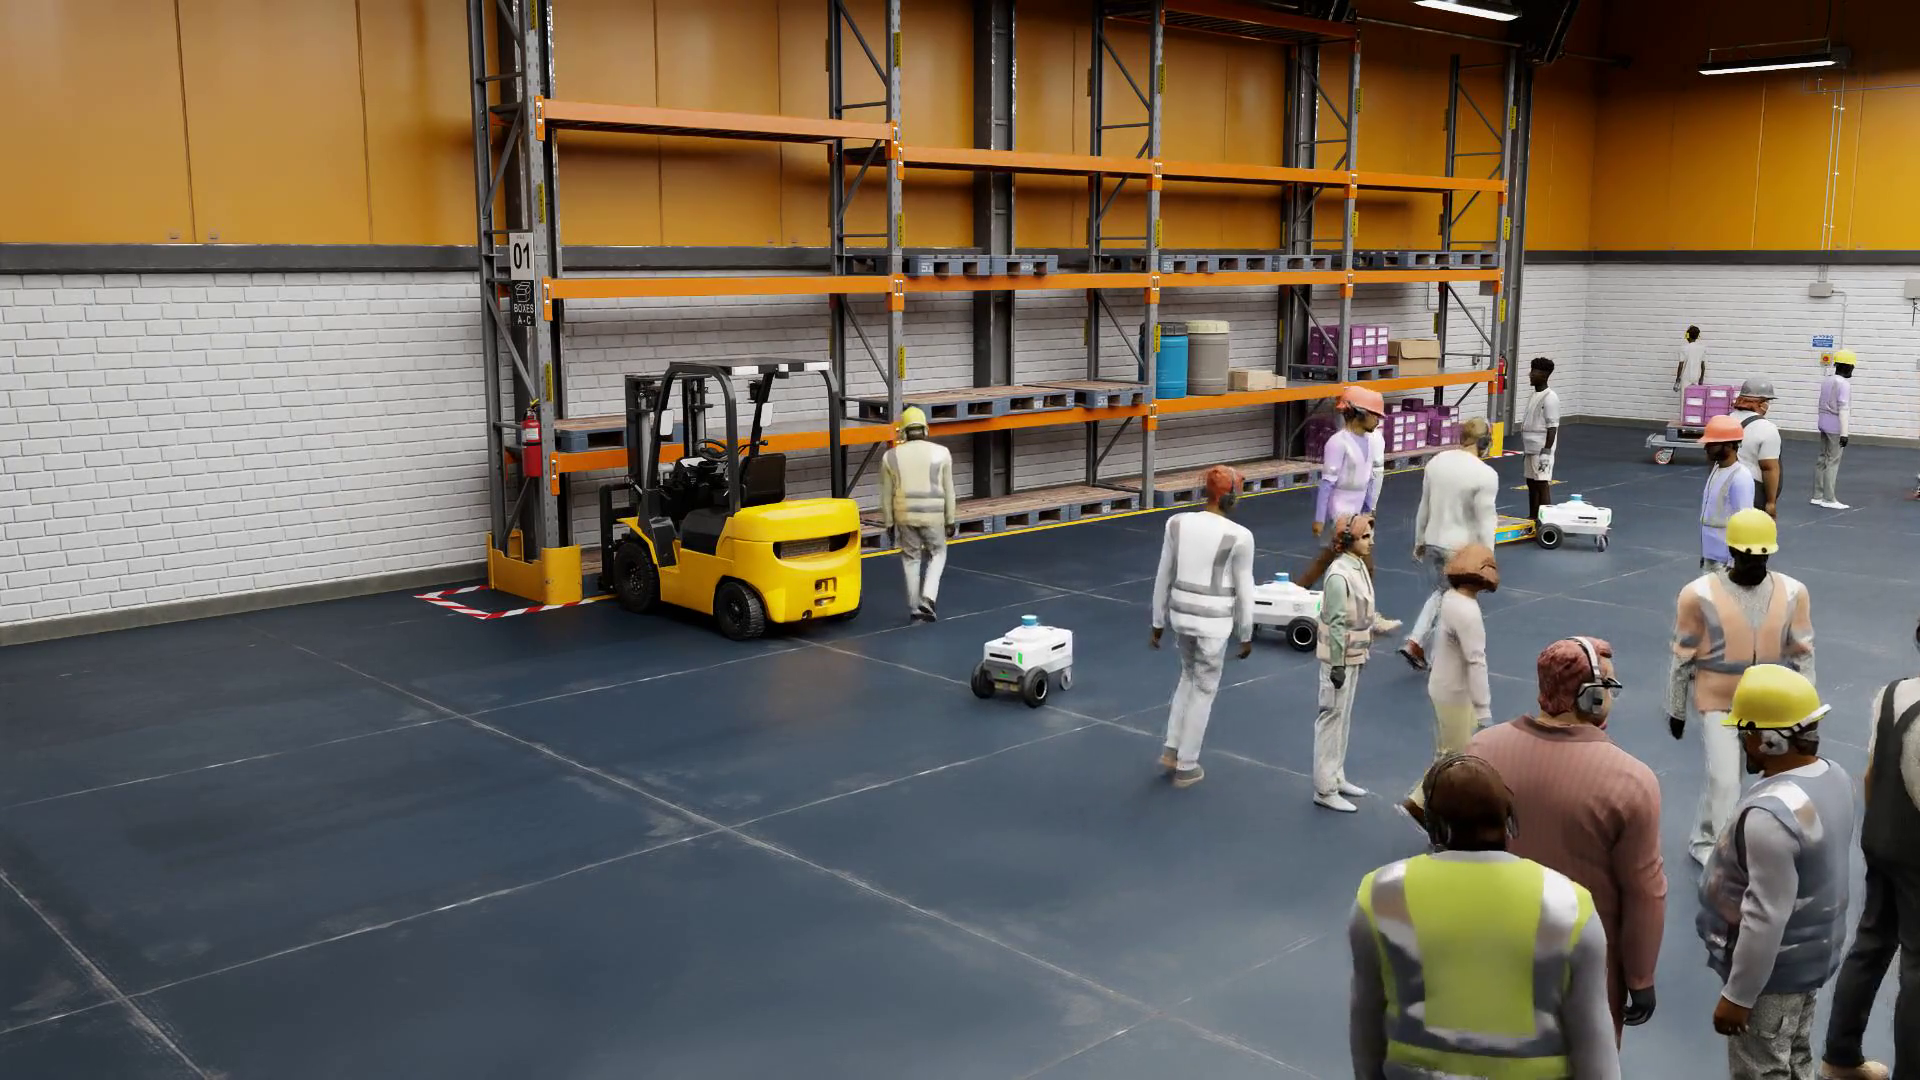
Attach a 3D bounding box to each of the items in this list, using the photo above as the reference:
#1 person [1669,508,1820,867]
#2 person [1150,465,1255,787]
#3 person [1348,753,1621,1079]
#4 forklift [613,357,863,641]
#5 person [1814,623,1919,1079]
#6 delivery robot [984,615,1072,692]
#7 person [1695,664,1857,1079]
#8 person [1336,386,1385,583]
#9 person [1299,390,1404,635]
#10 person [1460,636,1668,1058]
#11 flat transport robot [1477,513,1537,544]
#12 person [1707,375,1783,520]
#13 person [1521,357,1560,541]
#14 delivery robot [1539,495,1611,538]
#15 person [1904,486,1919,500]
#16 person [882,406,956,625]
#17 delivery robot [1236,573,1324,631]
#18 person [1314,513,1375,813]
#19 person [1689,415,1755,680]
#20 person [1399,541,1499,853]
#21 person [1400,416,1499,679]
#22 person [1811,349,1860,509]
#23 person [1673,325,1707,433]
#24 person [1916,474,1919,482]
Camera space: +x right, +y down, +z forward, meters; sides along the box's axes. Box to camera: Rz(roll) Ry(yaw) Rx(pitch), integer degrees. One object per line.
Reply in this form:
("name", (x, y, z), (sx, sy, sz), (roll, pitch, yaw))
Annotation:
("person", (3.689, 0.783, 7.809), (0.594, 1.865, 1.013), (0, 10, -1))
("person", (1.425, 0.490, 9.523), (0.614, 1.865, 0.510), (8, 13, 40))
("person", (1.308, 1.447, 4.208), (0.666, 1.780, 0.931), (3, 10, 15))
("forklift", (-1.847, -0.414, 13.852), (1.214, 2.155, 2.313), (-9, 13, -42))
("person", (3.341, 1.145, 5.864), (0.460, 1.840, 0.546), (-1, 10, -4))
("delivery robot", (0.475, 0.765, 11.472), (0.477, 0.478, 0.707), (7, 12, 35))
("person", (2.453, 1.273, 5.068), (0.403, 1.823, 0.588), (9, 13, 42))
("person", (3.364, -0.349, 14.222), (0.360, 1.936, 0.552), (-4, 10, -21))
("person", (3.098, -0.235, 13.512), (1.068, 1.970, 0.678), (8, 12, 39))
("person", (1.828, 1.229, 5.089), (0.403, 1.903, 0.652), (-10, 14, -44))
("flat transport robot", (5.545, -0.096, 17.617), (1.431, 0.197, 0.652), (-7, 12, -37))
("person", (6.730, -0.392, 14.177), (0.536, 2.000, 0.688), (-3, 10, -20))
("person", (6.189, -0.979, 17.826), (0.362, 1.966, 0.611), (0, 10, -2))
("delivery robot", (6.394, -0.229, 17.292), (0.707, 0.478, 0.477), (4, 10, 20))
("person", (12.112, -1.402, 20.554), (0.601, 1.904, 0.679), (5, 11, 26))
("person", (-0.336, -0.192, 13.671), (0.606, 1.809, 0.415), (1, 10, 8))
("delivery robot", (2.511, 0.501, 13.018), (0.707, 0.478, 0.477), (4, 11, 23))
("person", (2.124, 0.659, 9.190), (0.315, 1.640, 0.515), (5, 11, 25))
("person", (5.317, 0.089, 11.667), (0.376, 1.932, 0.551), (1, 10, 4))
("person", (2.496, 0.812, 8.359), (0.386, 1.622, 0.577), (2, 10, 10))
("person", (3.523, 0.072, 11.841), (0.466, 1.906, 0.674), (-5, 11, -26))
("person", (10.579, -1.344, 20.079), (0.382, 1.924, 0.594), (1, 10, 4))
("person", (12.309, -2.681, 28.077), (0.531, 1.871, 0.322), (-1, 10, -8))
("person", (12.567, -1.403, 21.300), (0.416, 1.627, 0.509), (3, 10, 18))
